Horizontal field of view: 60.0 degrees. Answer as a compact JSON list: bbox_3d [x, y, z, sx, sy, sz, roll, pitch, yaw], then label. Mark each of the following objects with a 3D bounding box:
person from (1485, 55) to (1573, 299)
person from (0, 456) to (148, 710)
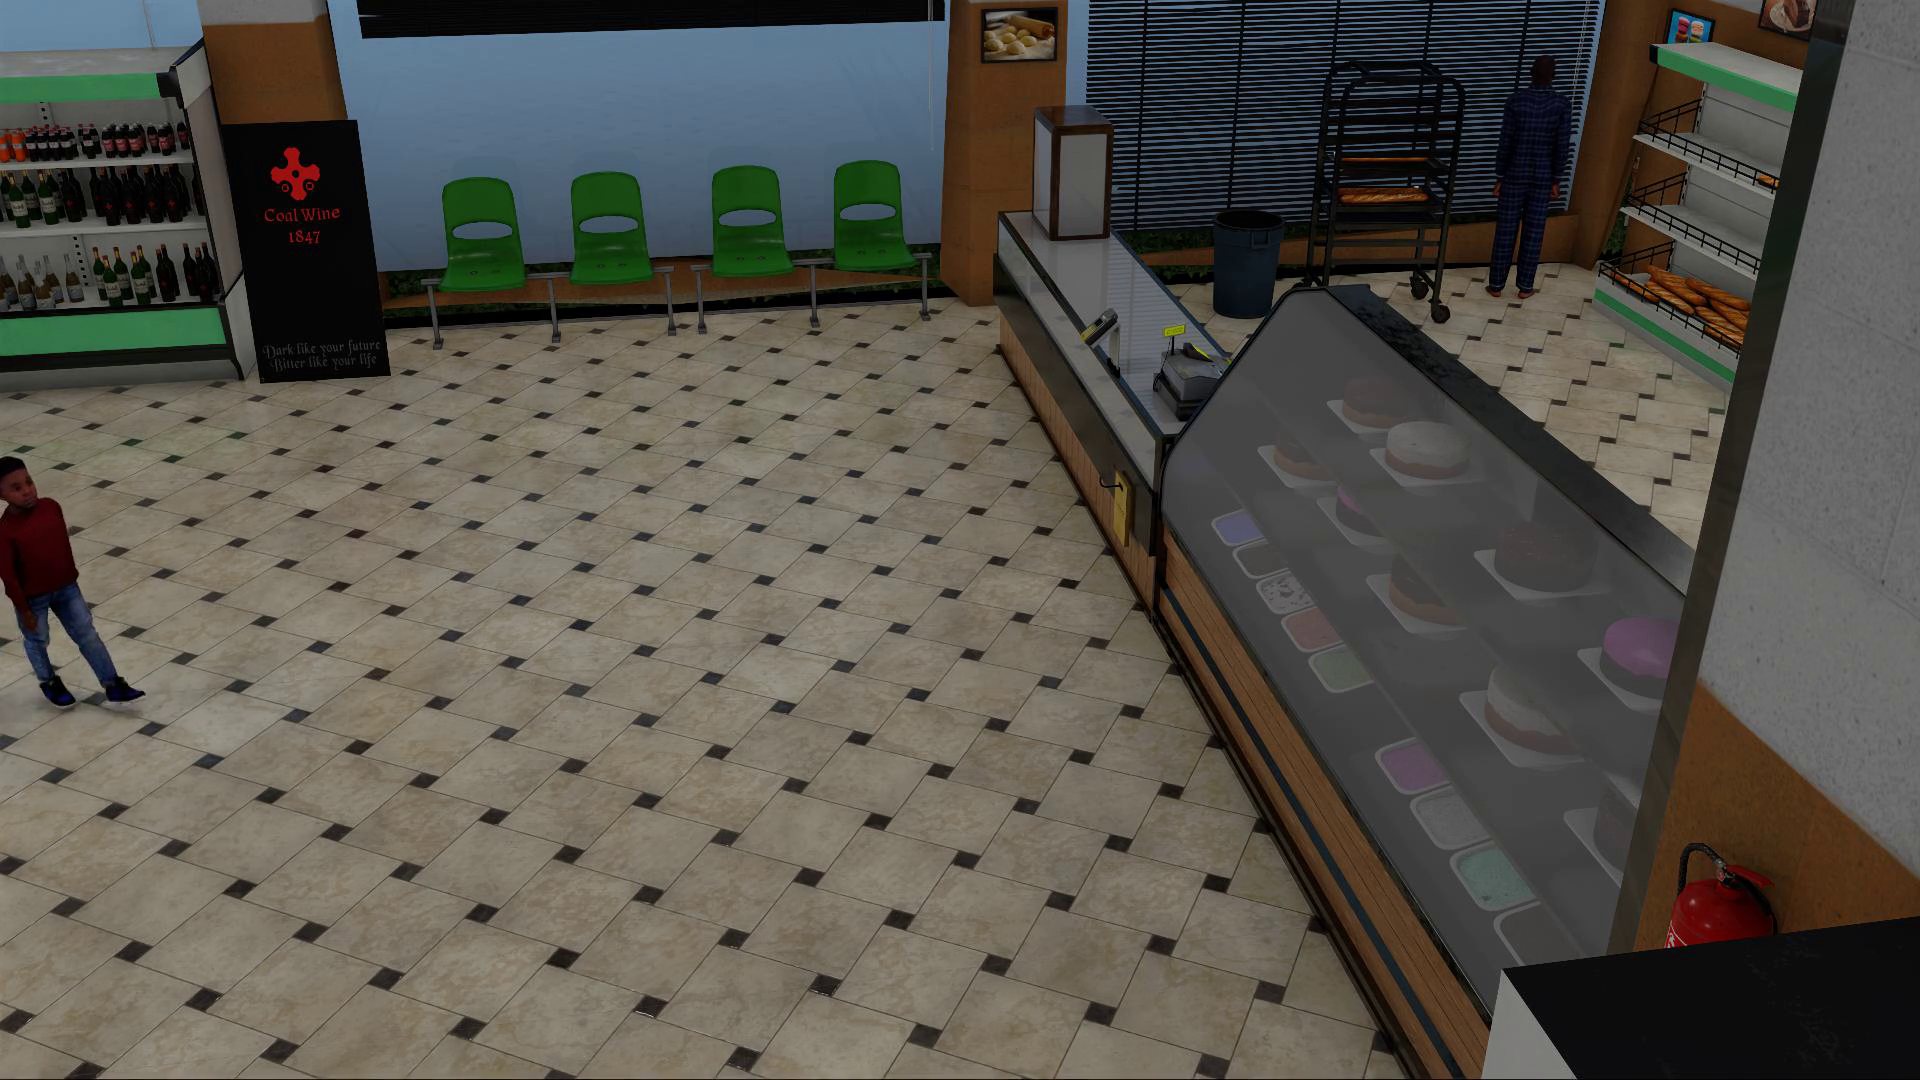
[{"bbox_3d":[4.261,-2.724,12.500,0.706,1.825,0.825,7,28,14],"label":"person"},{"bbox_3d":[-4.113,0.199,7.385,0.862,1.236,0.764,13,30,24],"label":"person"}]
